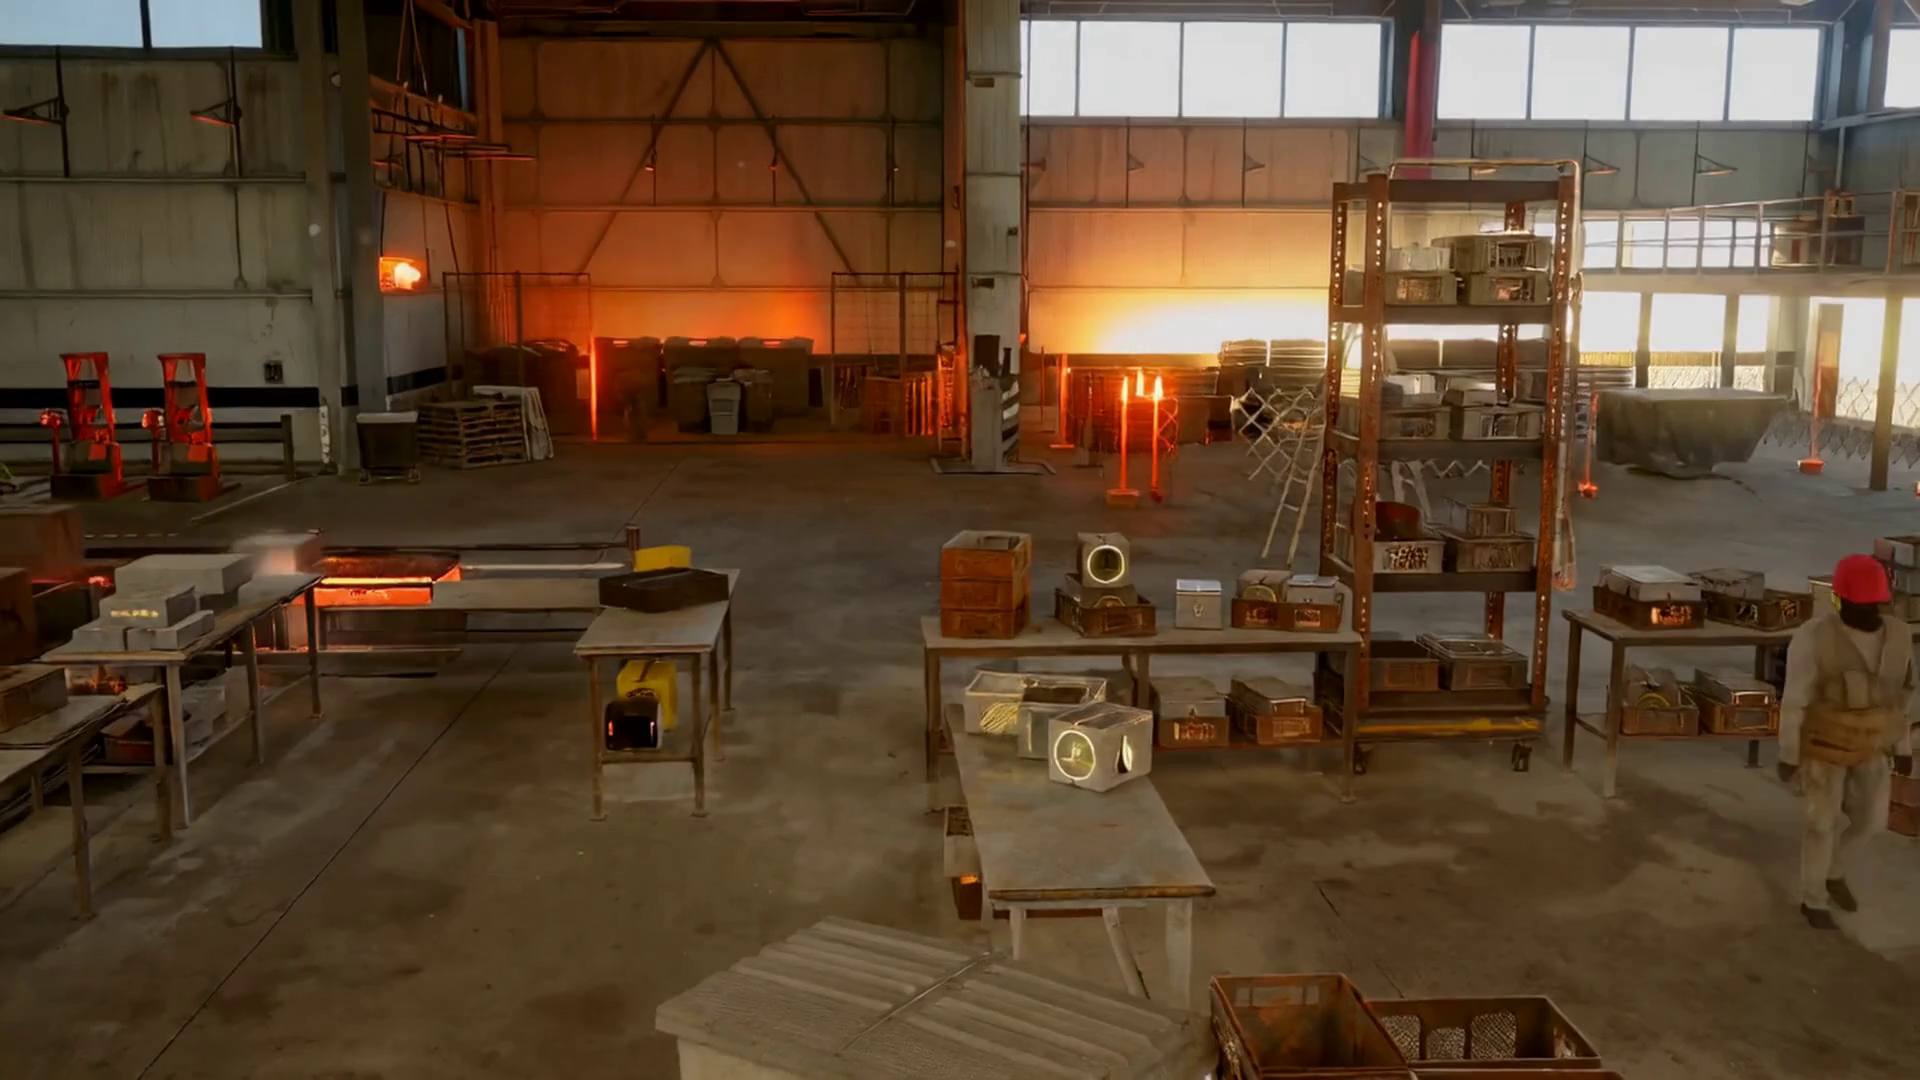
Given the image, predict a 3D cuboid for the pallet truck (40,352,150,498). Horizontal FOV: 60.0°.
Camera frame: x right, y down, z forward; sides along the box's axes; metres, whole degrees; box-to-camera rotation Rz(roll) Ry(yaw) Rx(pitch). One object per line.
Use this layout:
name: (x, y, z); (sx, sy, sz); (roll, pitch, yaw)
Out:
pallet truck: (-11.907, -1.642, 23.165); (0.823, 1.965, 1.885); (0, 9, 0)

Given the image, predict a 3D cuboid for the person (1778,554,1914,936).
person: (4.042, 0.925, 7.664); (0.638, 1.800, 0.611); (-1, 9, -7)

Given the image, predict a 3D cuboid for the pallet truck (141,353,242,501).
pallet truck: (-10.520, -1.604, 22.925); (0.823, 1.965, 1.885); (-1, 9, -6)

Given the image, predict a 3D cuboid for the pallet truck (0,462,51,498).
pallet truck: (-13.193, -1.293, 23.148); (0.653, 1.274, 1.630); (-1, 9, -4)
